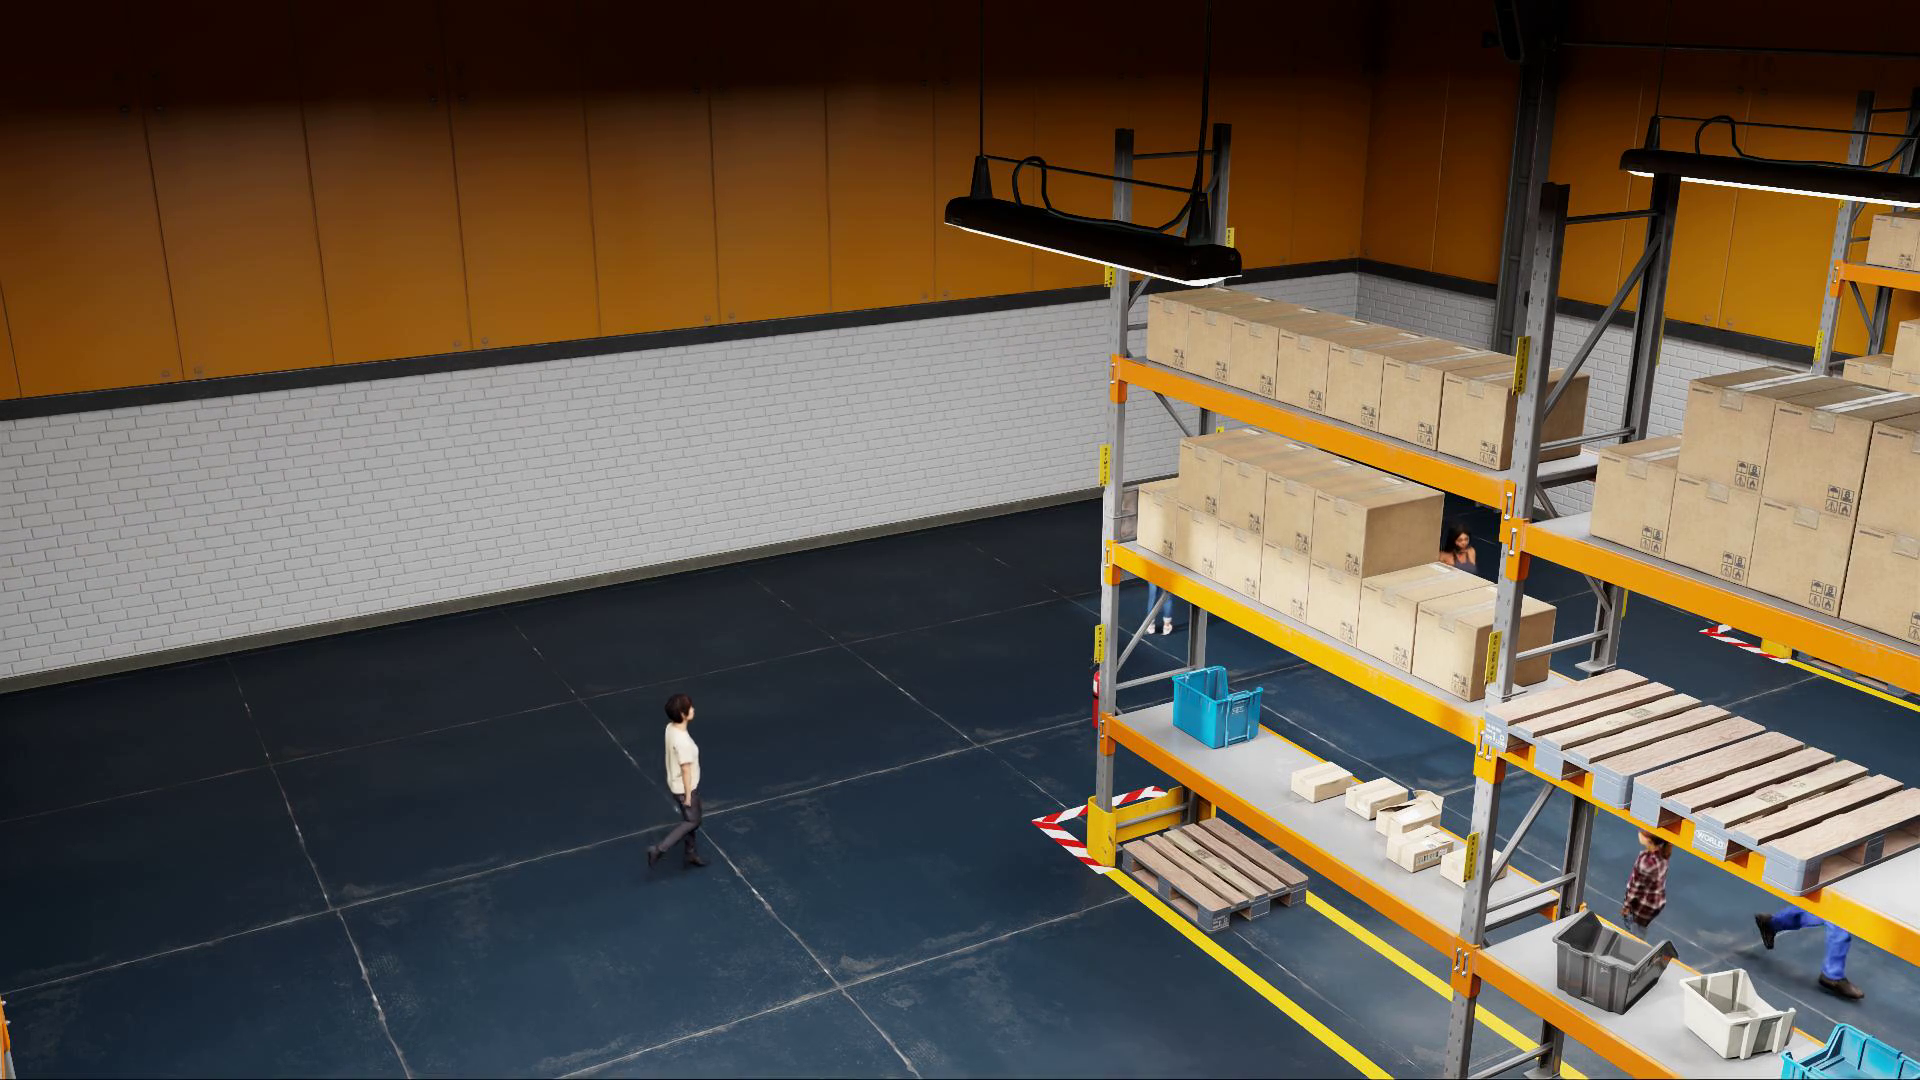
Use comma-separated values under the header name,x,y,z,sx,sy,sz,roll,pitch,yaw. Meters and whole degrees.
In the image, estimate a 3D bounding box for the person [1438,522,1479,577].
name,x,y,z,sx,sy,sz,roll,pitch,yaw
person,5.089,0.626,17.358,0.738,1.800,0.767,-8,20,-21

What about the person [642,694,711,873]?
name,x,y,z,sx,sy,sz,roll,pitch,yaw
person,-2.319,2.020,13.572,0.698,1.576,0.762,-8,20,-23

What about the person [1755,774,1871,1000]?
name,x,y,z,sx,sy,sz,roll,pitch,yaw
person,6.269,2.408,12.091,0.835,1.785,1.145,-17,25,-41

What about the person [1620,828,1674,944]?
name,x,y,z,sx,sy,sz,roll,pitch,yaw
person,5.064,2.653,12.129,0.603,1.297,0.597,17,25,41
